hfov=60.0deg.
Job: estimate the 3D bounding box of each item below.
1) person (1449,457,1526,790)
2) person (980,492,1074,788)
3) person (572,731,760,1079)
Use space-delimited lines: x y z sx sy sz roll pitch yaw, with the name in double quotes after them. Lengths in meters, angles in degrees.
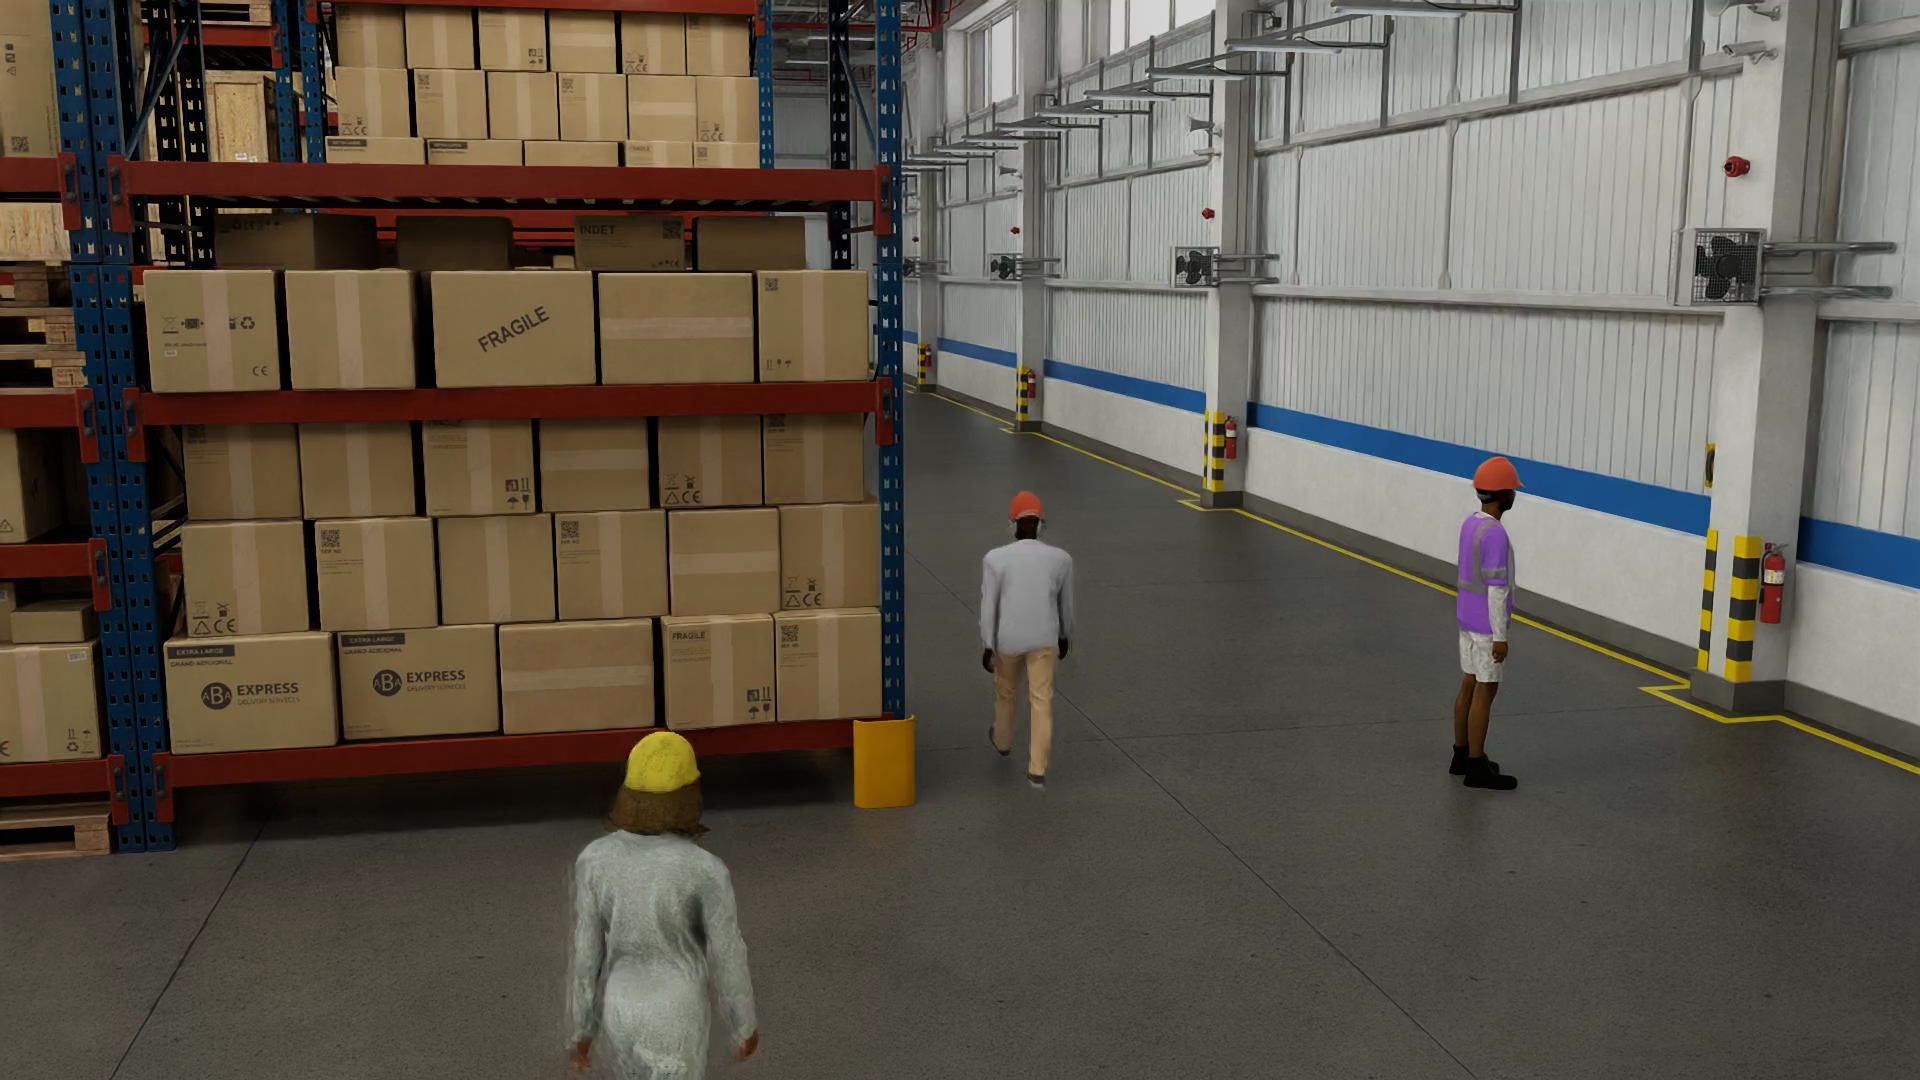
3.100 0.480 9.736 0.356 1.938 0.552 0 9 -1 "person"
0.389 0.561 9.939 0.594 1.700 0.892 -1 9 -9 "person"
-0.863 1.395 4.888 0.501 1.692 0.902 4 10 21 "person"
